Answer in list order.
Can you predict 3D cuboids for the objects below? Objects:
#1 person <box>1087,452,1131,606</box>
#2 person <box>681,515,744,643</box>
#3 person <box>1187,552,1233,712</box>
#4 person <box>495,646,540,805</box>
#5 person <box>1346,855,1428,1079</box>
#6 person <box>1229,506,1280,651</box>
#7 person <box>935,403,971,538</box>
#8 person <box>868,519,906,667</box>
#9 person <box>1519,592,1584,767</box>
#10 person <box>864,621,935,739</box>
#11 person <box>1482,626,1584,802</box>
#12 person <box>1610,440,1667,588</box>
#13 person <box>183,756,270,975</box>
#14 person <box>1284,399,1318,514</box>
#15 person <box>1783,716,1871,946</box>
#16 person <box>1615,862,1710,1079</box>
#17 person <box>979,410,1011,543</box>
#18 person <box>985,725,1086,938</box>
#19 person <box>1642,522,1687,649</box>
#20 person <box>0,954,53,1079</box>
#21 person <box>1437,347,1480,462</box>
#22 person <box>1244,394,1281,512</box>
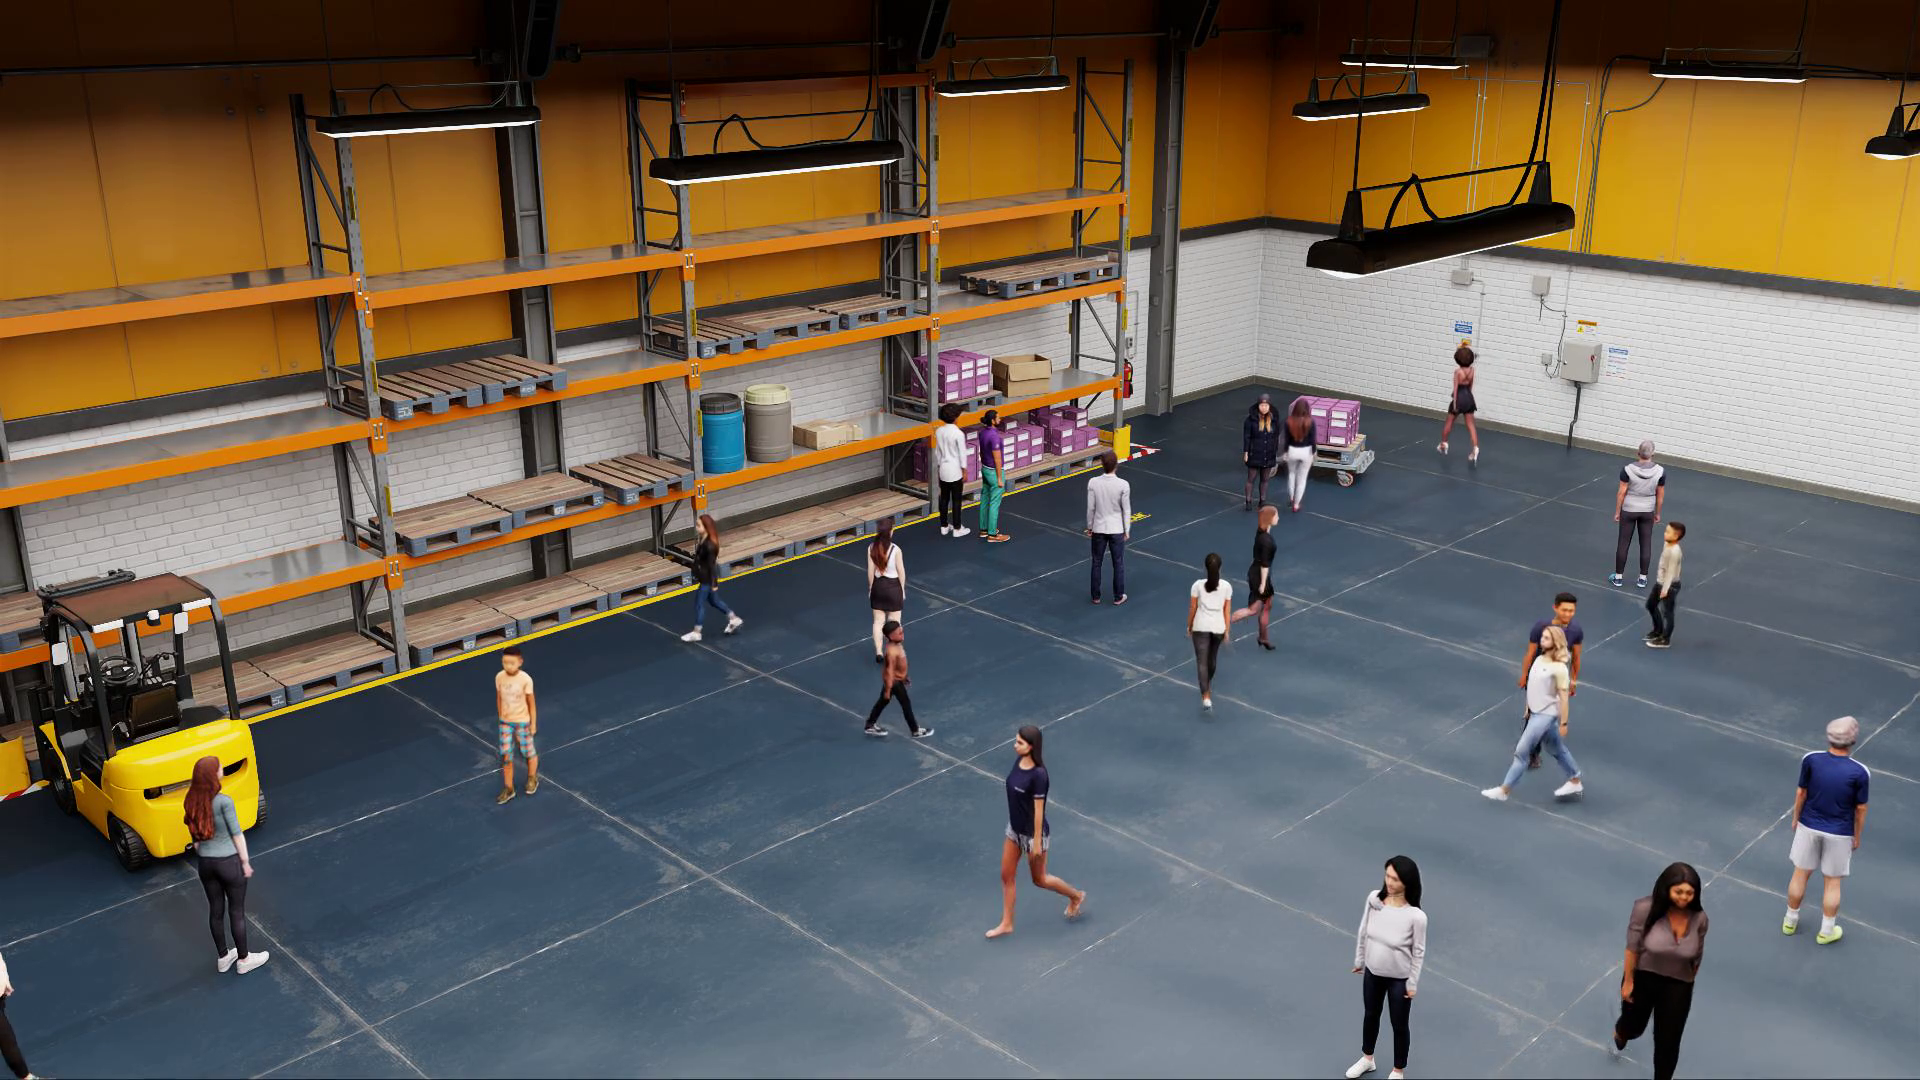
[{"bbox_3d":[1.750,-0.141,19.709,0.764,1.852,0.763,5,19,14],"label":"person"},{"bbox_3d":[-2.770,0.421,18.658,1.036,1.458,0.814,-7,20,-20],"label":"person"},{"bbox_3d":[2.531,0.950,16.843,1.048,1.614,1.099,0,19,-1],"label":"person"},{"bbox_3d":[-4.001,1.620,15.120,0.774,1.444,0.853,2,19,5],"label":"person"},{"bbox_3d":[2.855,2.861,11.032,0.610,1.701,0.543,17,25,41],"label":"person"},{"bbox_3d":[3.199,0.447,18.238,1.042,1.677,0.992,0,19,0],"label":"person"},{"bbox_3d":[-0.119,-0.945,22.165,0.647,1.809,0.593,14,23,36],"label":"person"},{"bbox_3d":[-0.795,0.565,17.928,0.639,1.651,0.670,3,19,10],"label":"person"},{"bbox_3d":[5.511,1.276,15.633,0.768,1.767,0.820,1,19,4],"label":"person"},{"bbox_3d":[-0.710,1.375,16.197,0.949,1.220,0.885,0,19,0],"label":"person"},{"bbox_3d":[5.307,1.586,14.864,1.253,1.672,1.107,-3,19,-8],"label":"person"},{"bbox_3d":[8.276,-0.326,20.294,0.771,1.829,0.779,3,19,10],"label":"person"},{"bbox_3d":[-5.474,2.403,12.326,0.672,1.743,0.687,5,19,15],"label":"person"},{"bbox_3d":[4.716,-1.157,23.132,0.762,1.593,0.875,8,20,23],"label":"person"},{"bbox_3d":[6.639,2.210,12.755,0.656,1.835,0.568,14,23,36],"label":"person"},{"bbox_3d":[4.519,2.865,10.843,0.971,1.813,1.159,5,19,13],"label":"person"},{"bbox_3d":[0.412,-0.866,21.993,0.680,1.768,0.693,-9,21,-25],"label":"person"},{"bbox_3d":[0.607,2.241,12.811,1.130,1.741,0.824,-9,20,-24],"label":"person"},{"bbox_3d":[7.906,0.499,18.425,0.714,1.459,0.641,2,19,5],"label":"person"},{"bbox_3d":[-6.470,3.018,10.948,1.022,1.457,0.939,-1,19,-3],"label":"person"},{"bbox_3d":[7.782,-2.050,25.541,1.102,1.748,0.953,-6,19,-17],"label":"person"},{"bbox_3d":[4.197,-1.225,23.208,0.783,1.674,0.854,-2,19,-5],"label":"person"}]
